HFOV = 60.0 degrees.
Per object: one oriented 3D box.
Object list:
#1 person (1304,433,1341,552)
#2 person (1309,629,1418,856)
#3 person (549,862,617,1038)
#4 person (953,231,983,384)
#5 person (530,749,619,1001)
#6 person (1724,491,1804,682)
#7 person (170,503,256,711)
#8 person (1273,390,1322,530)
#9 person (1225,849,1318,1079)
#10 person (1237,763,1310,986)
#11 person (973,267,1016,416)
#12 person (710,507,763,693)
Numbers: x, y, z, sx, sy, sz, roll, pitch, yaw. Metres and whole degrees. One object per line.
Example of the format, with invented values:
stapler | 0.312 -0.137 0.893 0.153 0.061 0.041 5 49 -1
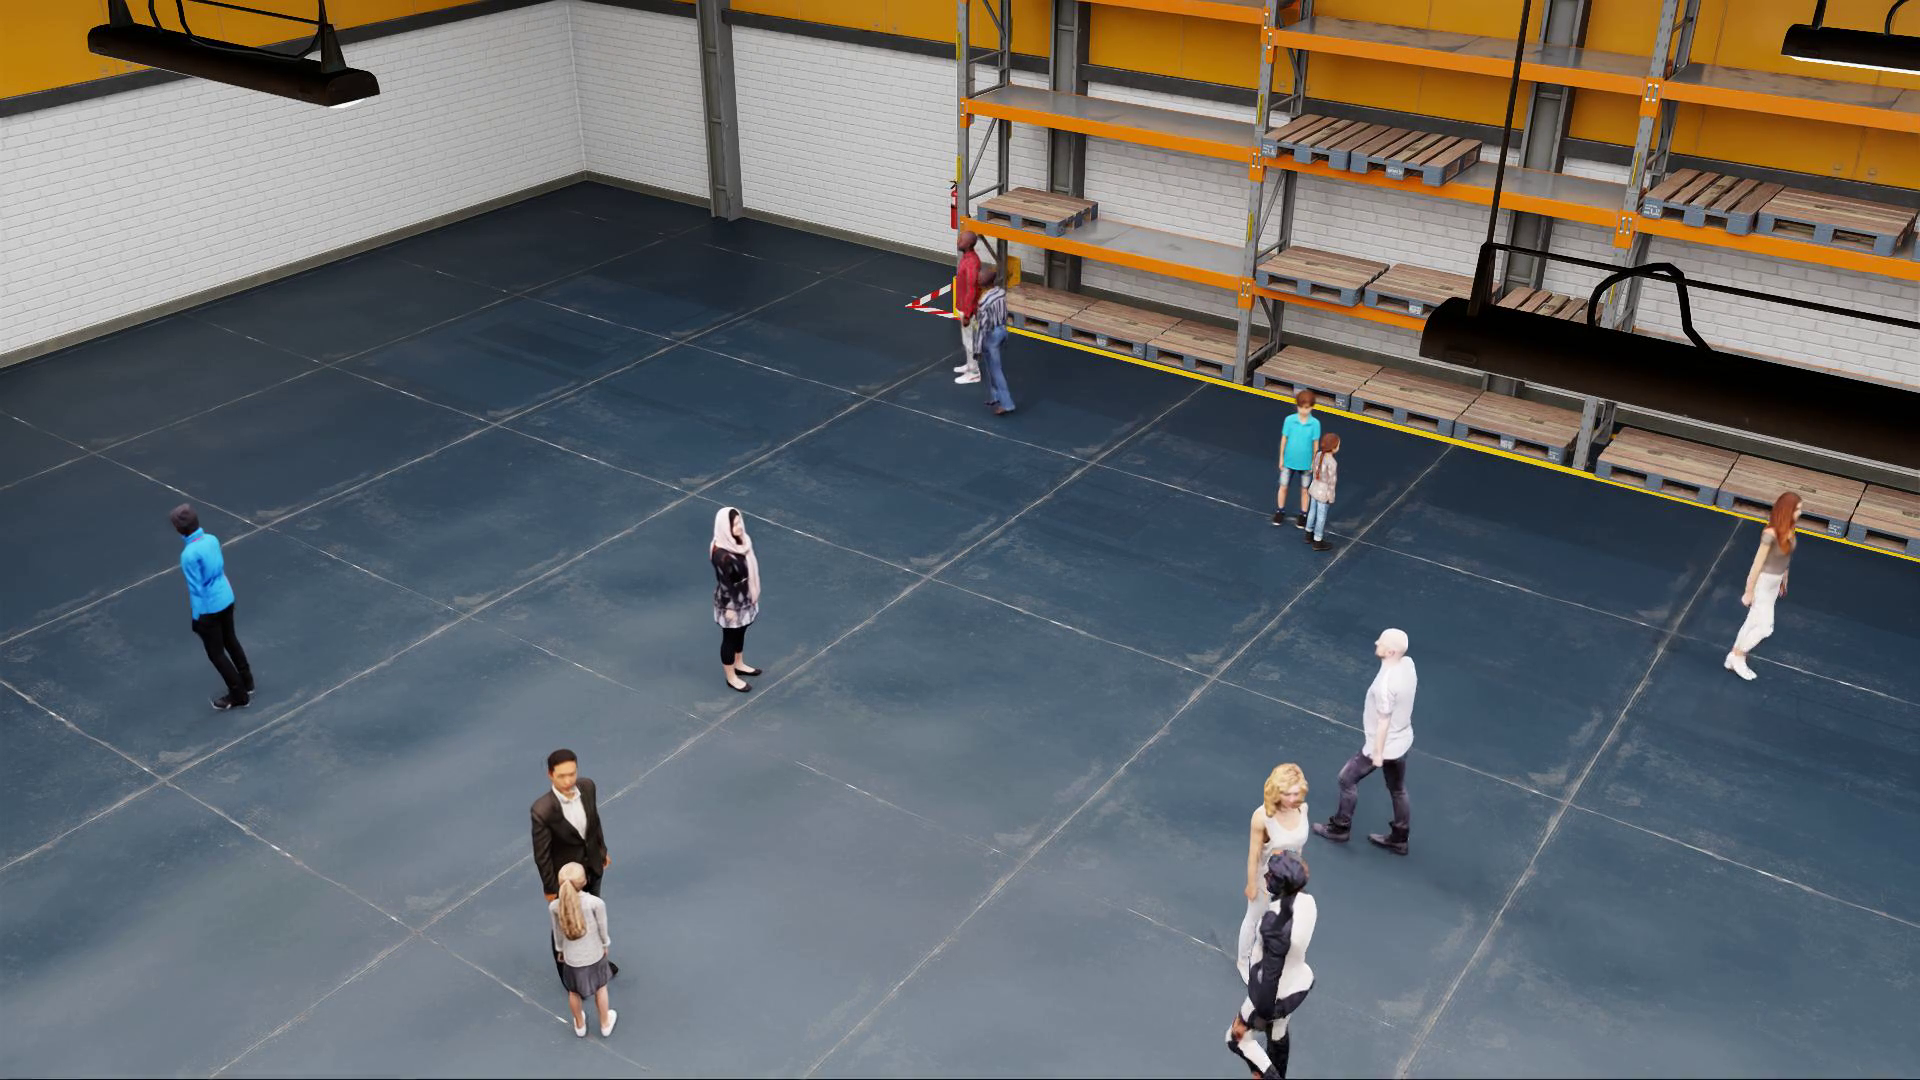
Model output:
person | 3.462 -0.475 15.917 0.608 1.193 0.527 -10 30 -17
person | 3.079 1.465 11.718 0.928 1.808 0.685 23 36 36
person | -2.337 2.541 10.306 0.583 1.272 0.651 -1 29 -1
person | 0.109 -2.742 19.421 0.771 1.819 0.750 0 29 -1
person | -2.474 2.084 10.590 0.531 1.802 0.678 19 34 31
person | 6.622 0.356 13.849 0.685 1.716 0.654 -22 36 -35
person | -6.012 0.533 13.448 0.788 1.788 0.774 2 29 4
person | 3.308 -0.806 16.259 0.501 1.447 0.626 9 30 16
person | 1.887 2.610 9.540 0.687 1.885 0.723 16 32 27
person | 2.016 2.117 10.666 0.683 1.671 0.686 -15 32 -26
person | 0.418 -2.190 18.463 0.703 1.766 0.719 21 35 33
person | -1.867 0.463 13.733 0.734 1.638 0.716 7 29 13
